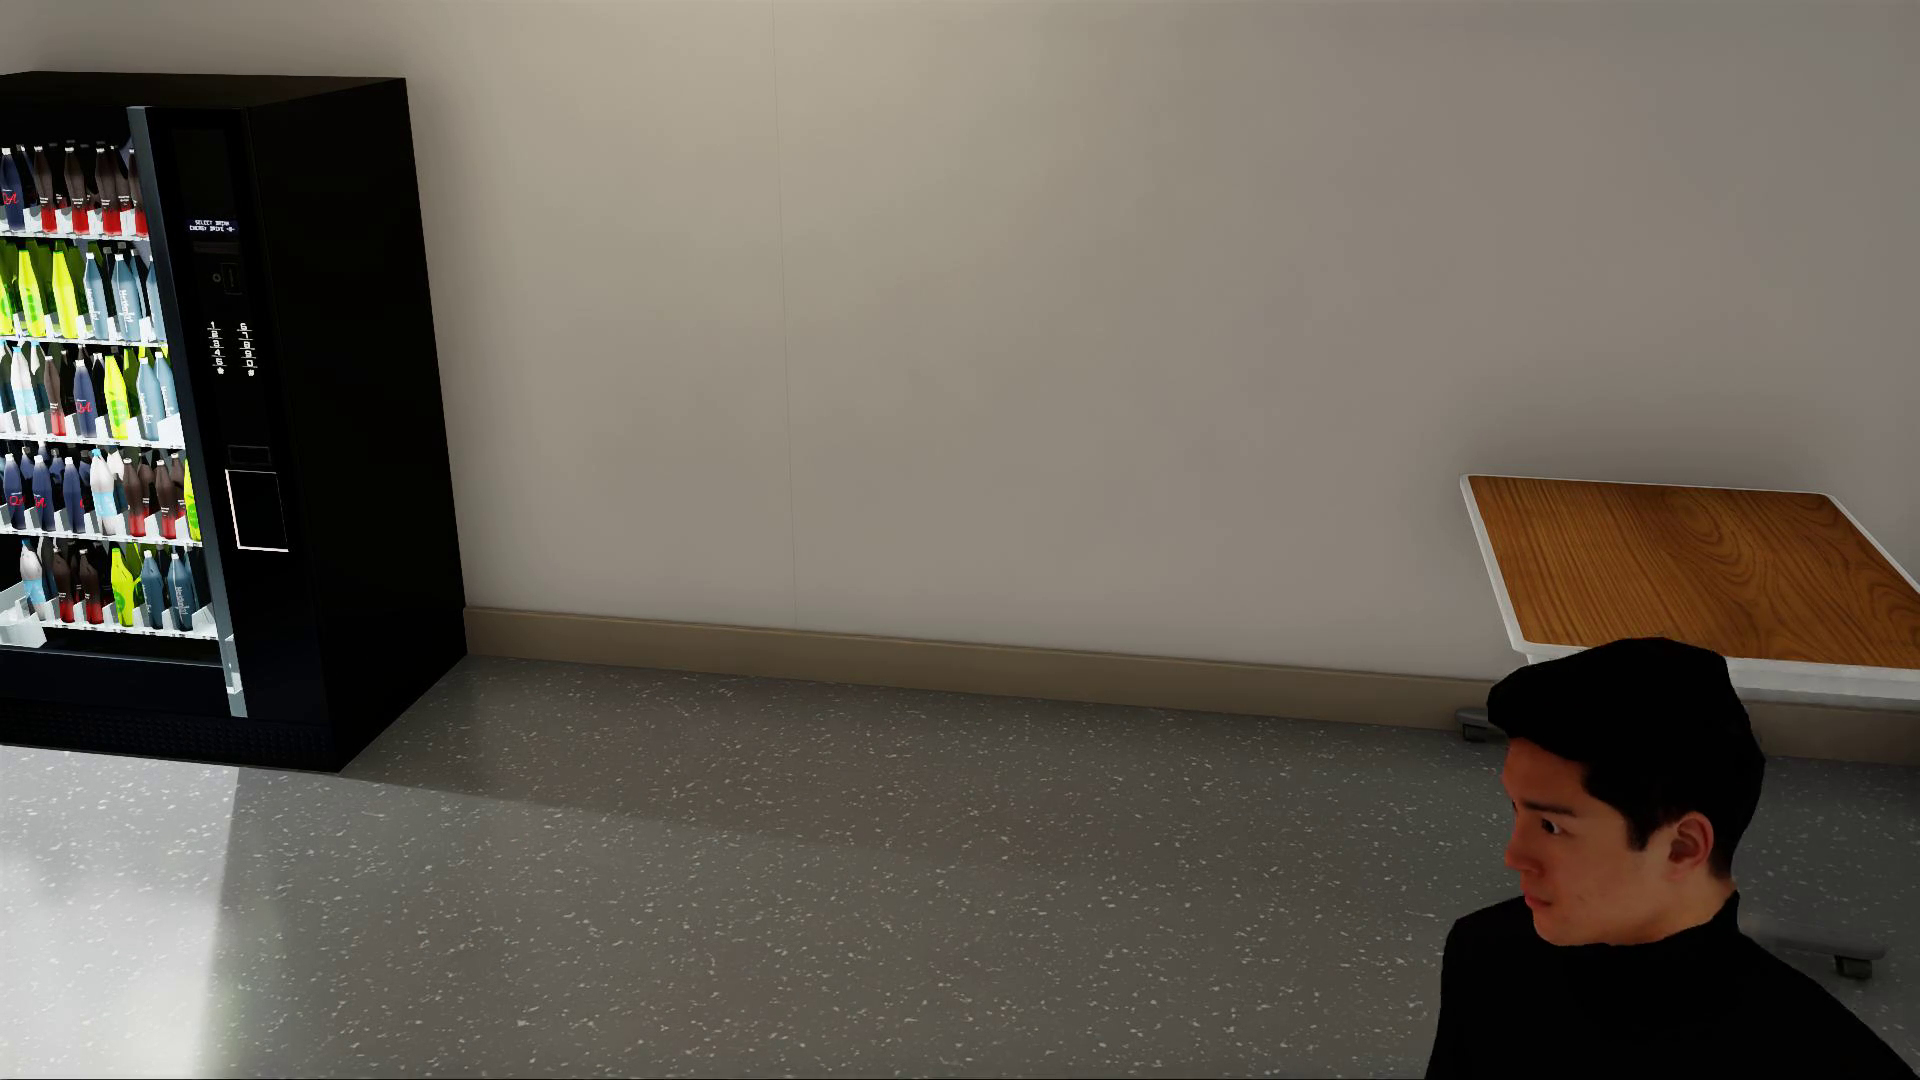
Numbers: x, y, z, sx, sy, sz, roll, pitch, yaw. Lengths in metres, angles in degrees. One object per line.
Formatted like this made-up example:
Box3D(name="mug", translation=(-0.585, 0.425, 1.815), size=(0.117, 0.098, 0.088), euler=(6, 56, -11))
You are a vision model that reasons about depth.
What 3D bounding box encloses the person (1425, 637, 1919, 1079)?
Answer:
Box3D(name="person", translation=(0.784, 0.880, 1.736), size=(1.107, 1.689, 1.008), euler=(-13, 25, -32))
